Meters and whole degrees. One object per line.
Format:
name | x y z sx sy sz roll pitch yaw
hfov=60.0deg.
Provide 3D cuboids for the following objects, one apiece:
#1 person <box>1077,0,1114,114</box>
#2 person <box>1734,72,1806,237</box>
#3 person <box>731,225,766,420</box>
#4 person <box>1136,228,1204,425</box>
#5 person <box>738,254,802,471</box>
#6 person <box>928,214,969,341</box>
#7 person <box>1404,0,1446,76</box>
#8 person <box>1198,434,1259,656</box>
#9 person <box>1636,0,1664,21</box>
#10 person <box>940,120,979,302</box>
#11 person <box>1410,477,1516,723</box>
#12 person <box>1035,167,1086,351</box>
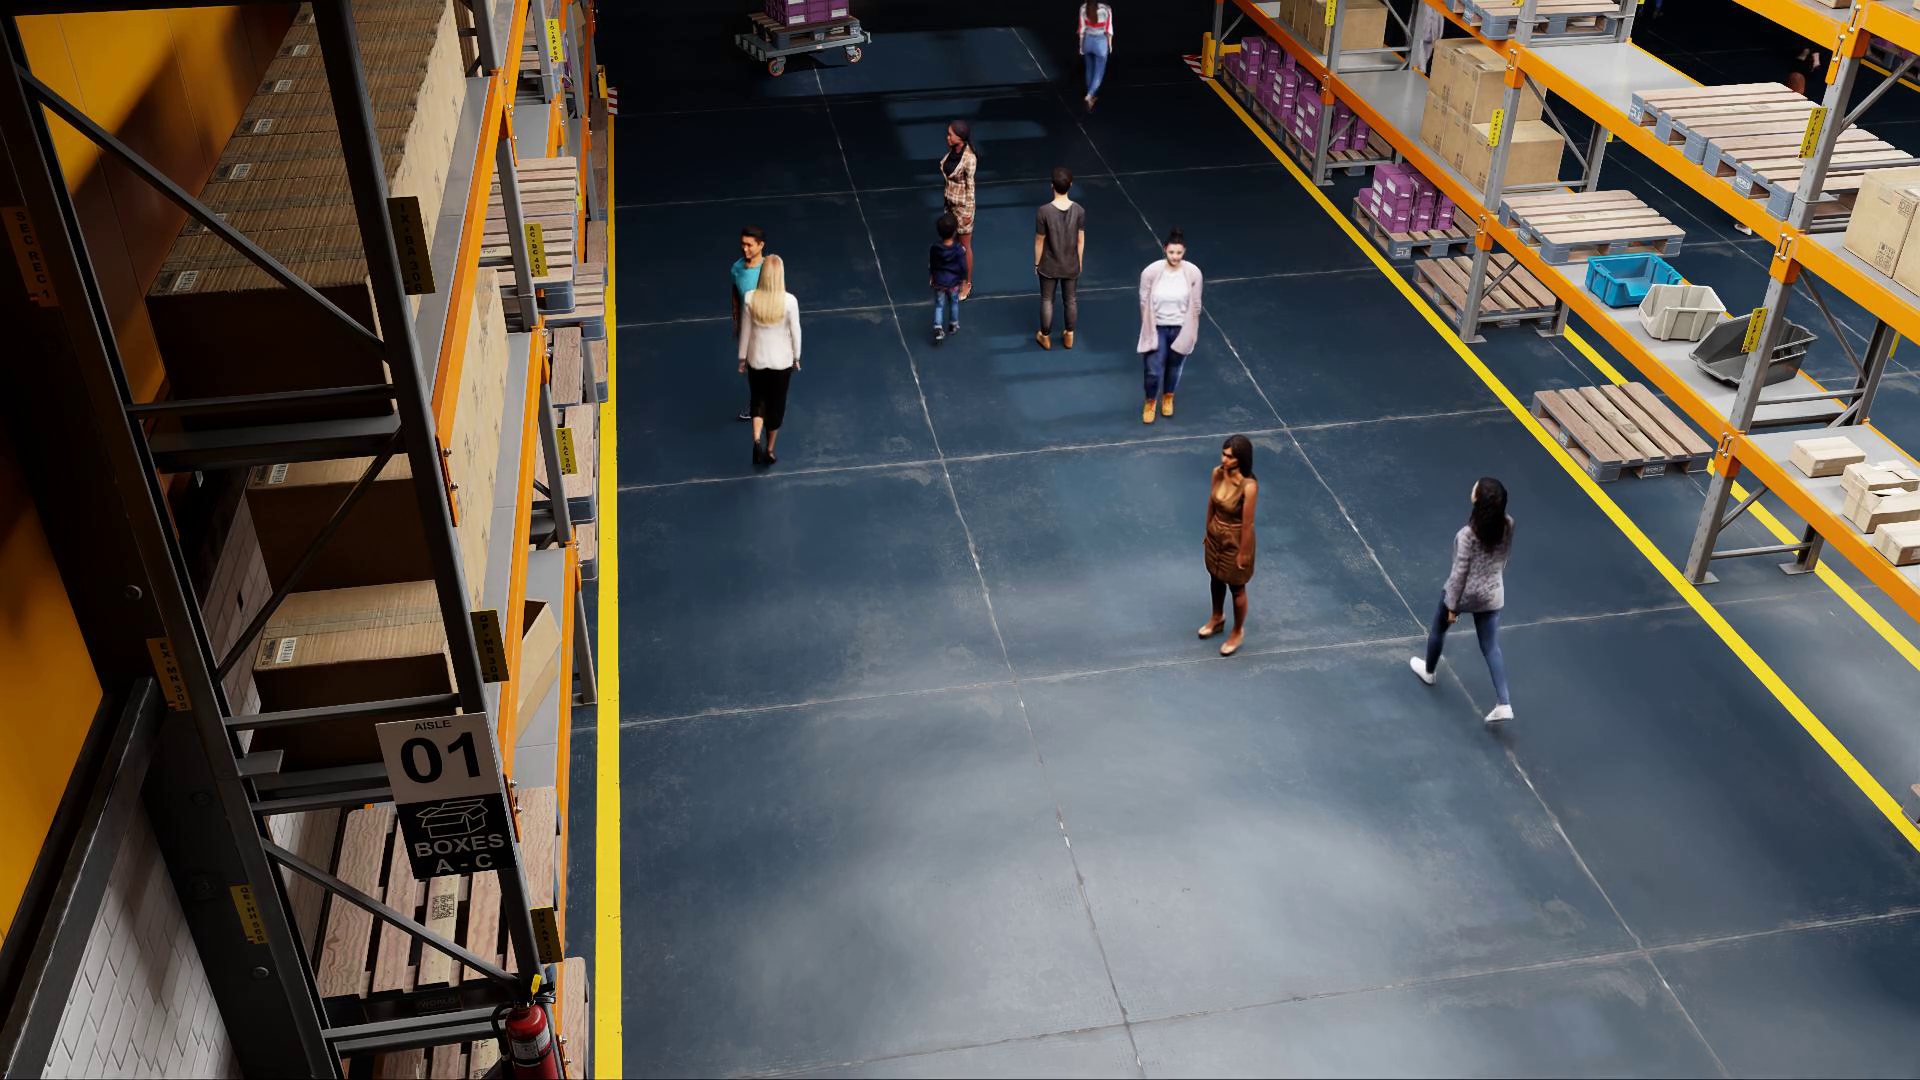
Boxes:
person | 1.651 -6.071 20.546 0.916 1.591 1.072 12 36 18
person | 8.498 -4.025 17.343 0.586 1.728 0.524 -3 34 -4
person | -1.677 -1.807 13.967 0.689 1.773 0.679 11 35 16
person | 1.770 -1.852 14.075 0.754 1.728 0.776 1 34 2
person | -1.516 -1.331 13.193 0.786 1.837 0.861 2 34 3
person | -0.139 -2.414 15.383 0.678 1.216 0.797 6 34 9
person | 5.727 -6.253 20.694 0.622 1.731 1.092 -7 34 -11
person | 1.841 0.018 11.300 0.694 1.686 0.584 -22 39 -29
person | 10.047 -8.346 23.886 0.679 1.682 0.730 20 38 27
person | -0.008 -3.174 16.004 0.728 1.795 0.615 -20 38 -27
person | 3.364 0.408 10.702 0.701 1.698 1.171 -9 35 -14
person | 0.913 -2.552 15.143 0.629 1.711 0.578 -1 34 -2
